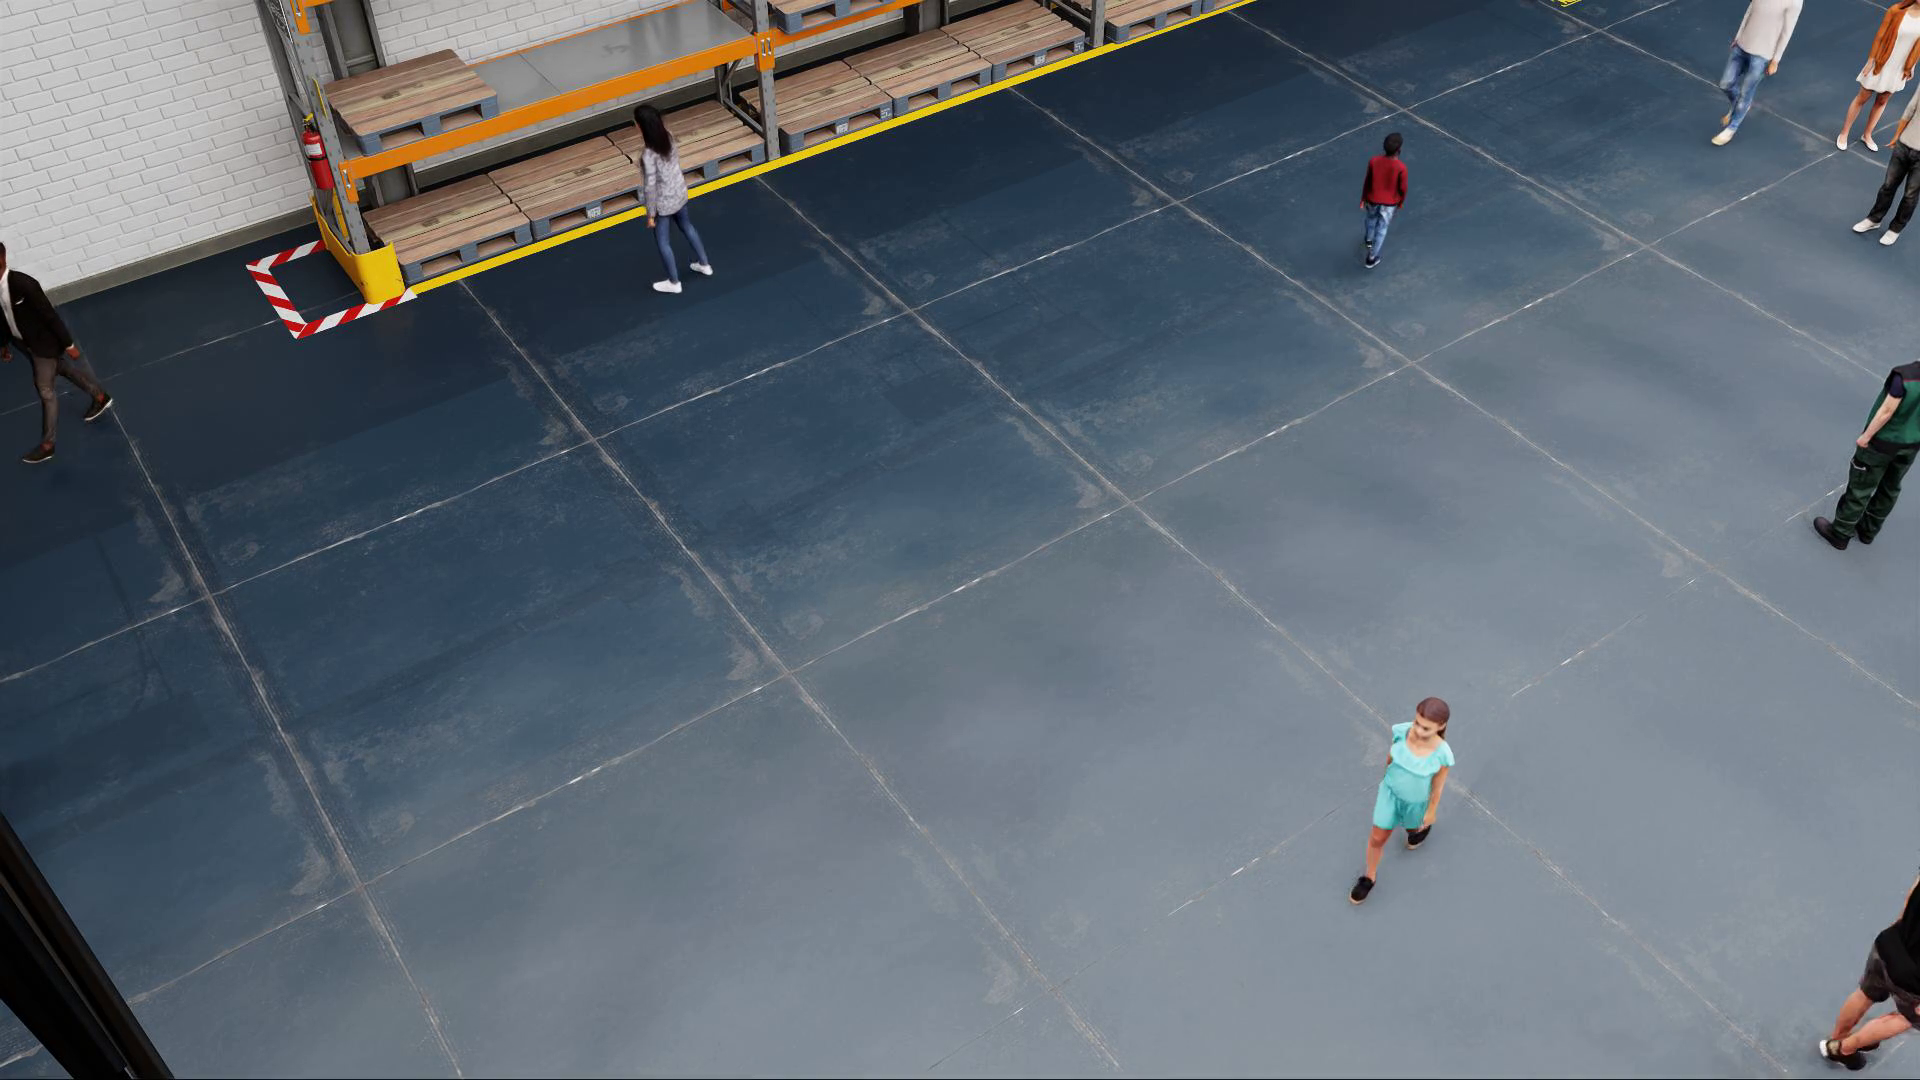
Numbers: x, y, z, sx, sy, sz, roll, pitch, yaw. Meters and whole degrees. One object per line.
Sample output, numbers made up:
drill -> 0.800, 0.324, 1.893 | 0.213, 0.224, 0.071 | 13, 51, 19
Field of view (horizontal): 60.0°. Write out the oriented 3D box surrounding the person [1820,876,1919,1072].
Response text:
person -> 4.849, 2.187, 8.607 | 0.862, 1.847, 0.848 | 0, 44, 0

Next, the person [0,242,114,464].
person -> -6.910, -1.522, 12.573 | 1.112, 1.747, 1.284 | 15, 46, 15

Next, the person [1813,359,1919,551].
person -> 6.536, -0.720, 11.620 | 0.670, 1.901, 0.817 | -7, 44, -7

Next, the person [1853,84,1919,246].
person -> 8.409, -3.446, 14.547 | 0.527, 1.810, 0.633 | -25, 49, -24

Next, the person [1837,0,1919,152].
person -> 8.793, -4.516, 15.733 | 0.703, 1.722, 0.776 | 4, 44, 4

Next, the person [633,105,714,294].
person -> -2.464, -2.878, 14.015 | 0.878, 1.720, 0.771 | 18, 46, 18

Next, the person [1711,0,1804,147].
person -> 7.599, -4.667, 15.768 | 0.754, 1.893, 0.685 | -25, 49, -24

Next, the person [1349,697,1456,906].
person -> 2.636, 1.432, 9.627 | 0.712, 1.533, 1.081 | 31, 52, 29

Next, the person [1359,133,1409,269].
person -> 3.641, -2.925, 14.414 | 0.692, 1.239, 0.826 | 20, 47, 20
